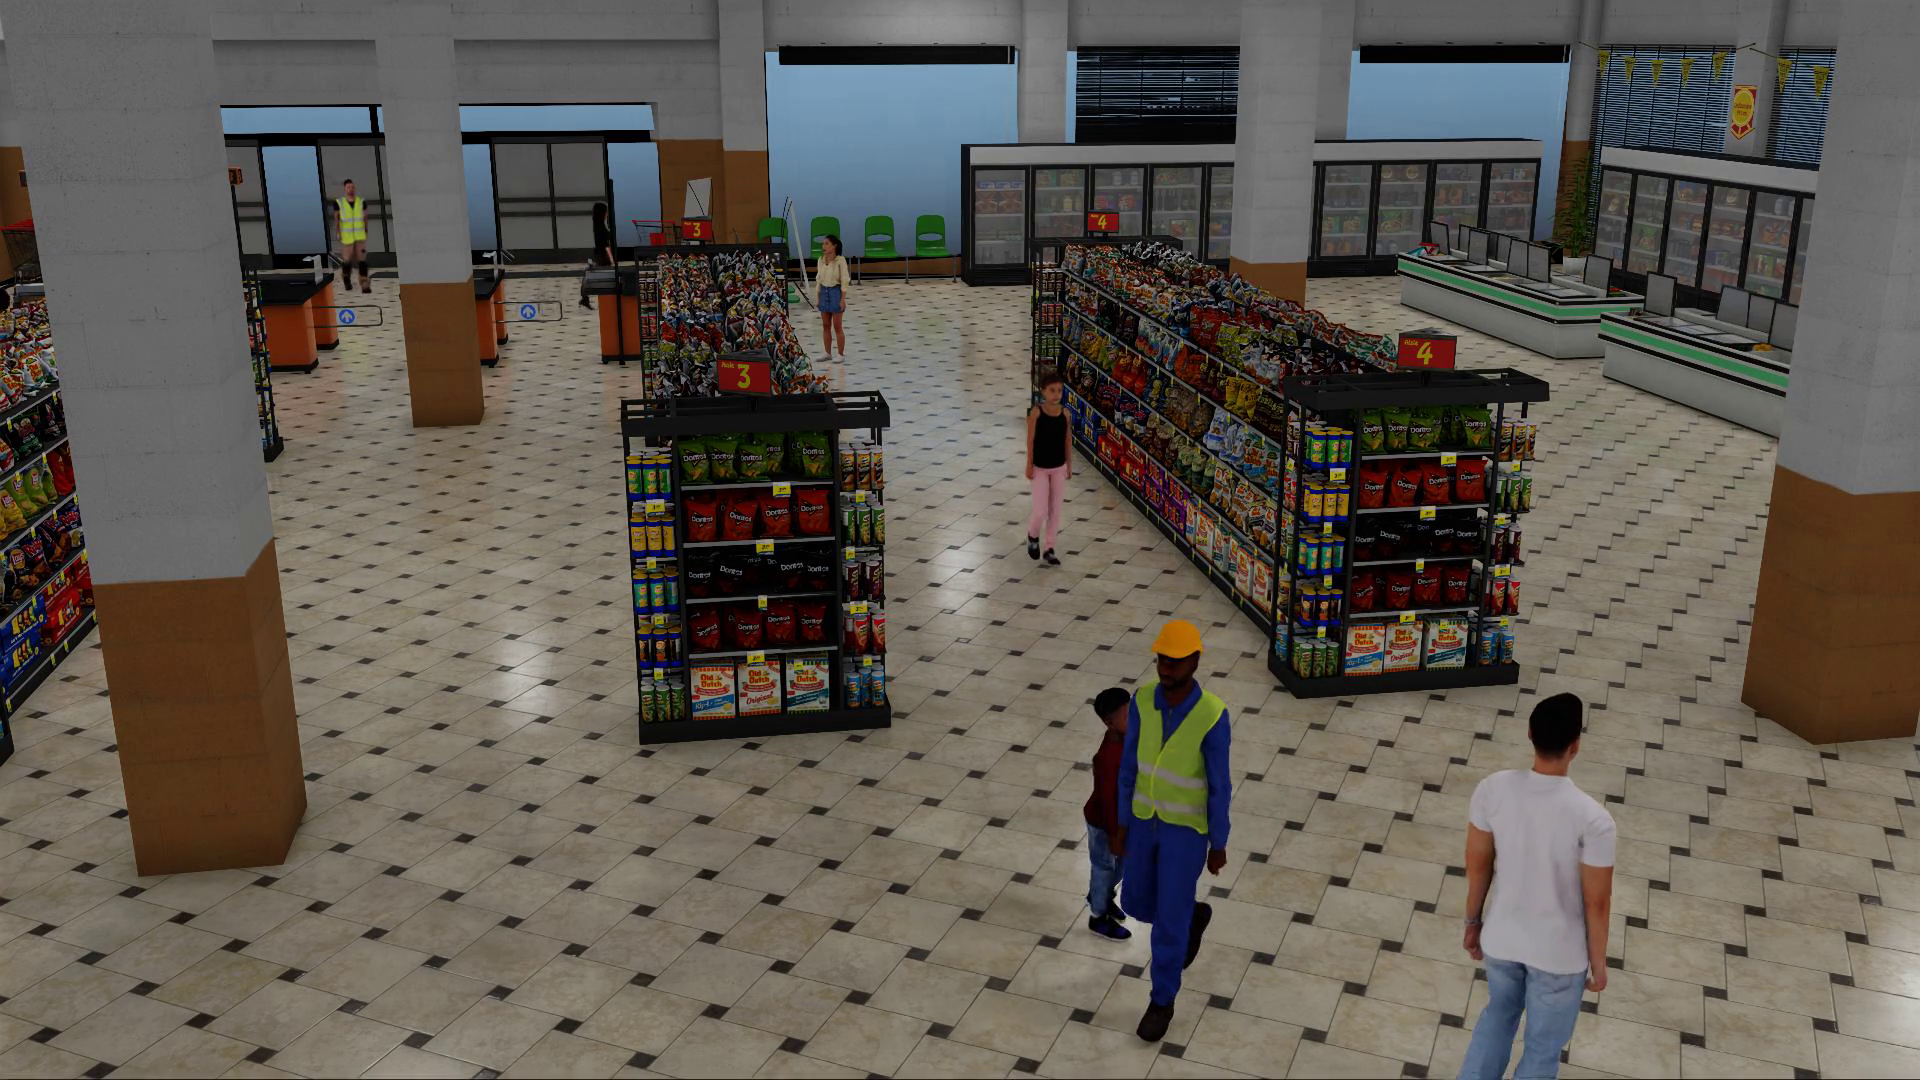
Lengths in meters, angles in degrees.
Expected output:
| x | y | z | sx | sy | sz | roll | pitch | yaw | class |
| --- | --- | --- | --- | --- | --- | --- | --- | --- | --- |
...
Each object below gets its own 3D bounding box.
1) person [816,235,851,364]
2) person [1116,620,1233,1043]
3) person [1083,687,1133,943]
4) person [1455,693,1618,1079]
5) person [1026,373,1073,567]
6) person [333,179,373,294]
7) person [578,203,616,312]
| x | y | z | sx | sy | sz | roll | pitch | yaw | class |
| --- | --- | --- | --- | --- | --- | --- | --- | --- | --- |
| -1.648 | -3.112 | 21.439 | 0.724 | 1.632 | 0.775 | 11 | 20 | 31 | person |
| 0.923 | 1.173 | 7.051 | 1.004 | 1.793 | 1.049 | 12 | 21 | 35 | person |
| 0.645 | 1.256 | 7.713 | 0.668 | 1.249 | 0.587 | 7 | 18 | 21 | person |
| 2.027 | 1.467 | 5.981 | 0.876 | 1.852 | 0.790 | -14 | 22 | -39 | person |
| 0.674 | -0.574 | 13.203 | 0.584 | 1.561 | 0.664 | -5 | 18 | -17 | person |
| -9.956 | -4.959 | 27.202 | 0.961 | 1.818 | 1.238 | -10 | 20 | -30 | person |
| -5.515 | -4.293 | 25.355 | 0.770 | 1.617 | 1.001 | -7 | 18 | -21 | person |
